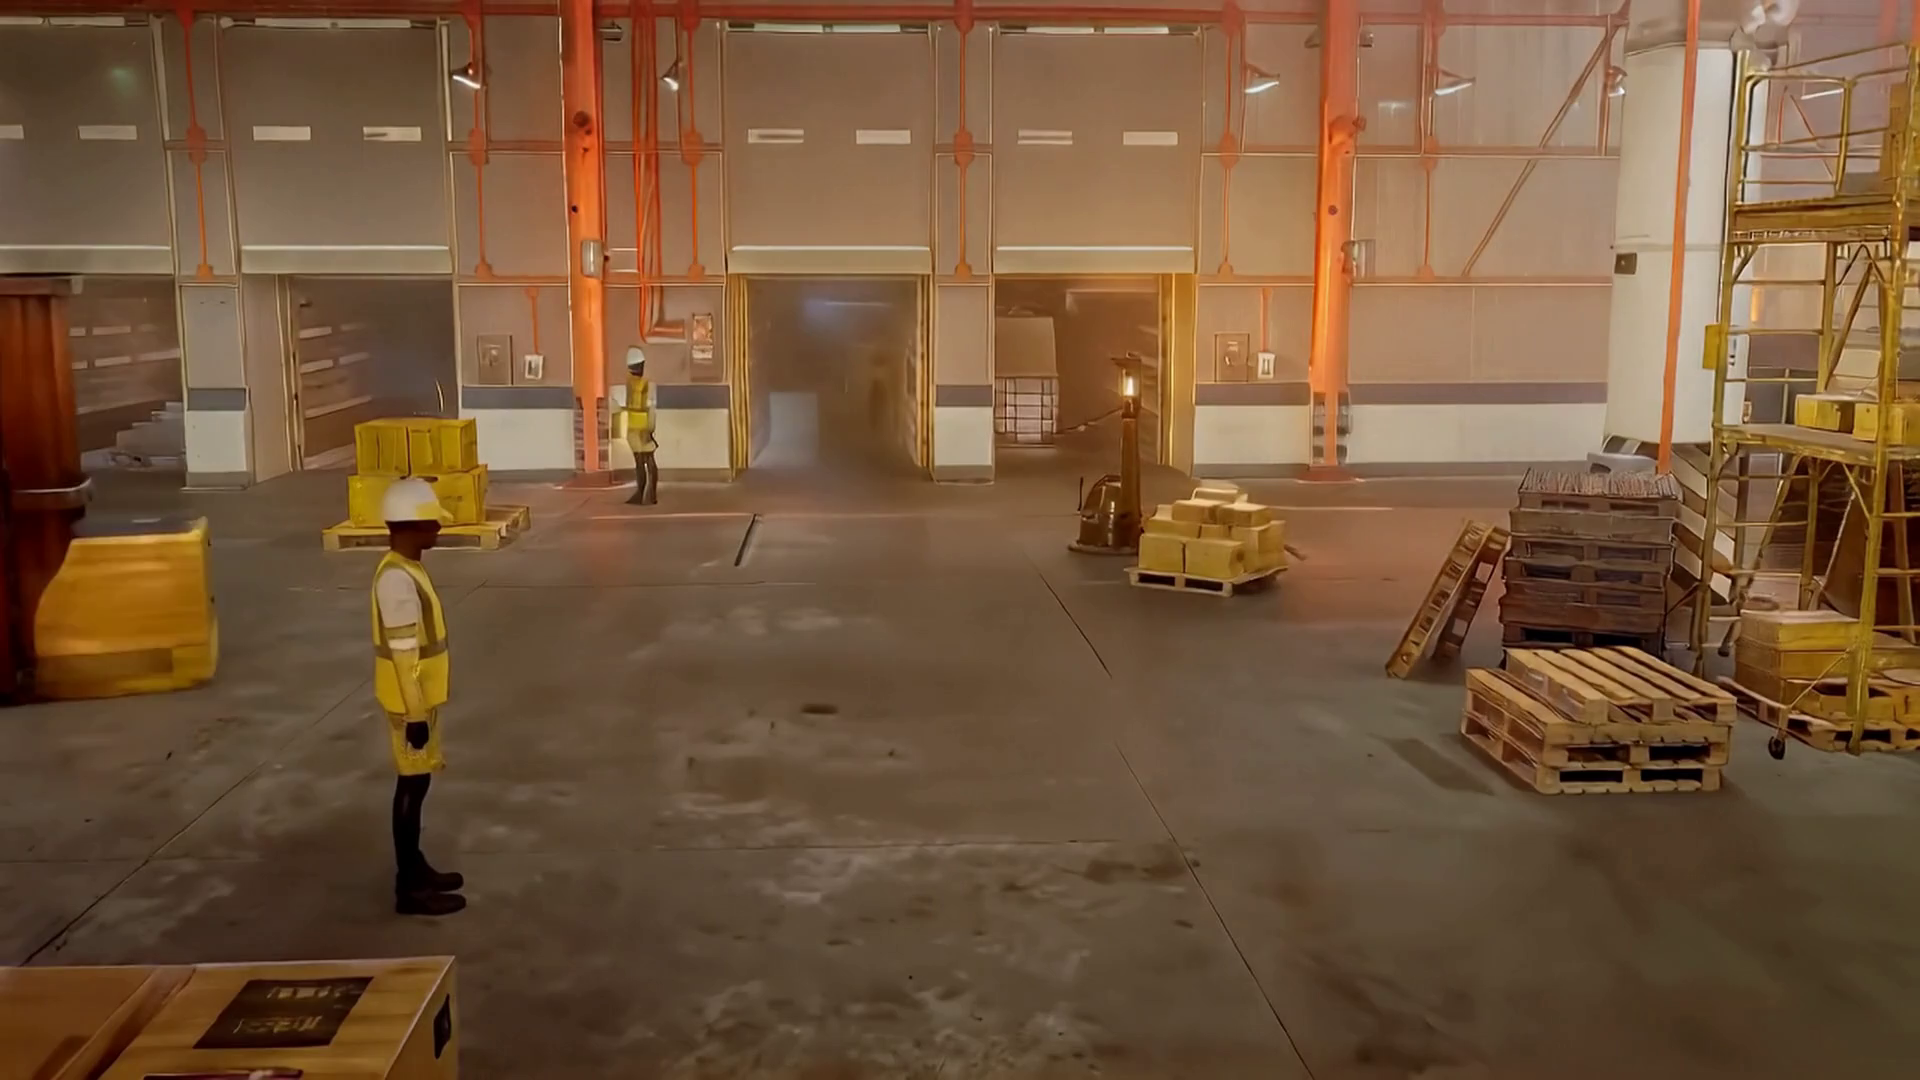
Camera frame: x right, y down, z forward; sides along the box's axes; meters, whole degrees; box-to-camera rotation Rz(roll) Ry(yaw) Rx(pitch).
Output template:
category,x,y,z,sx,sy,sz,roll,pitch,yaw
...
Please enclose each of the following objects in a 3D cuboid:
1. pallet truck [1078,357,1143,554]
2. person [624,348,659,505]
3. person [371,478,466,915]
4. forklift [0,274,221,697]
category,x,y,z,sx,sy,sz,roll,pitch,yaw
pallet truck,2.088,-0.836,16.757,1.885,1.965,0.823,2,9,13
person,-3.945,-1.395,20.488,0.544,1.930,0.388,8,12,41
person,-2.404,0.686,7.388,0.356,1.936,0.551,-3,9,-17
forklift,-6.146,-0.402,11.272,1.873,2.768,1.129,-4,10,-21
